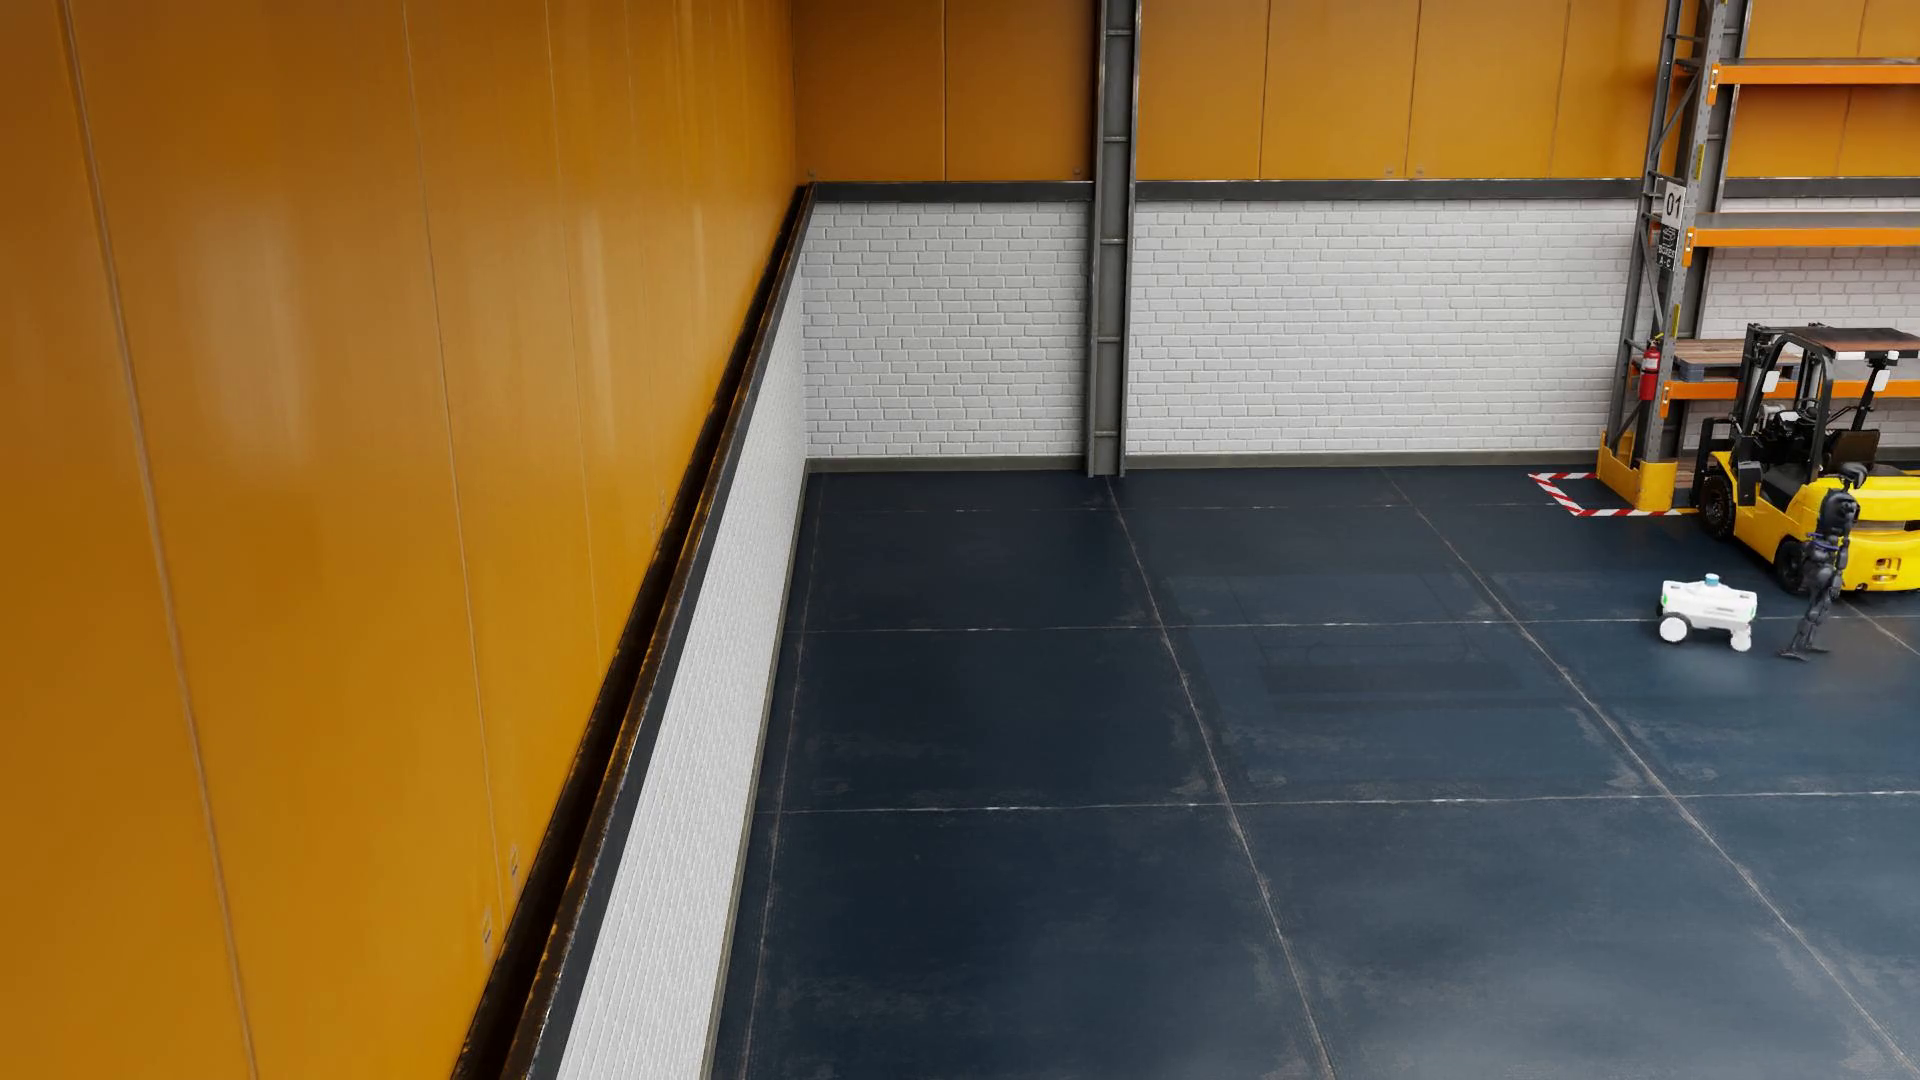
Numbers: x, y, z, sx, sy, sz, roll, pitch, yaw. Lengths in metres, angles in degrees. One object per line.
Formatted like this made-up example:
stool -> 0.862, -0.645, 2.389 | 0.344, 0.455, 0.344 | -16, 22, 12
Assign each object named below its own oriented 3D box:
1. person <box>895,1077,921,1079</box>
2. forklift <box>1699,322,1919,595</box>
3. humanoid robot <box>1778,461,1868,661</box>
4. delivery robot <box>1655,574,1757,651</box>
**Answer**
person -> -0.132, 2.712, 6.165 | 0.327, 1.683, 0.542 | -5, 21, -14
forklift -> 7.809, -0.792, 14.926 | 1.214, 2.155, 2.313 | -1, 20, -2
humanoid robot -> 6.788, 0.162, 13.088 | 0.411, 1.637, 0.610 | 3, 20, 7
delivery robot -> 6.095, 0.564, 13.591 | 0.778, 0.581, 0.499 | 8, 22, 22
